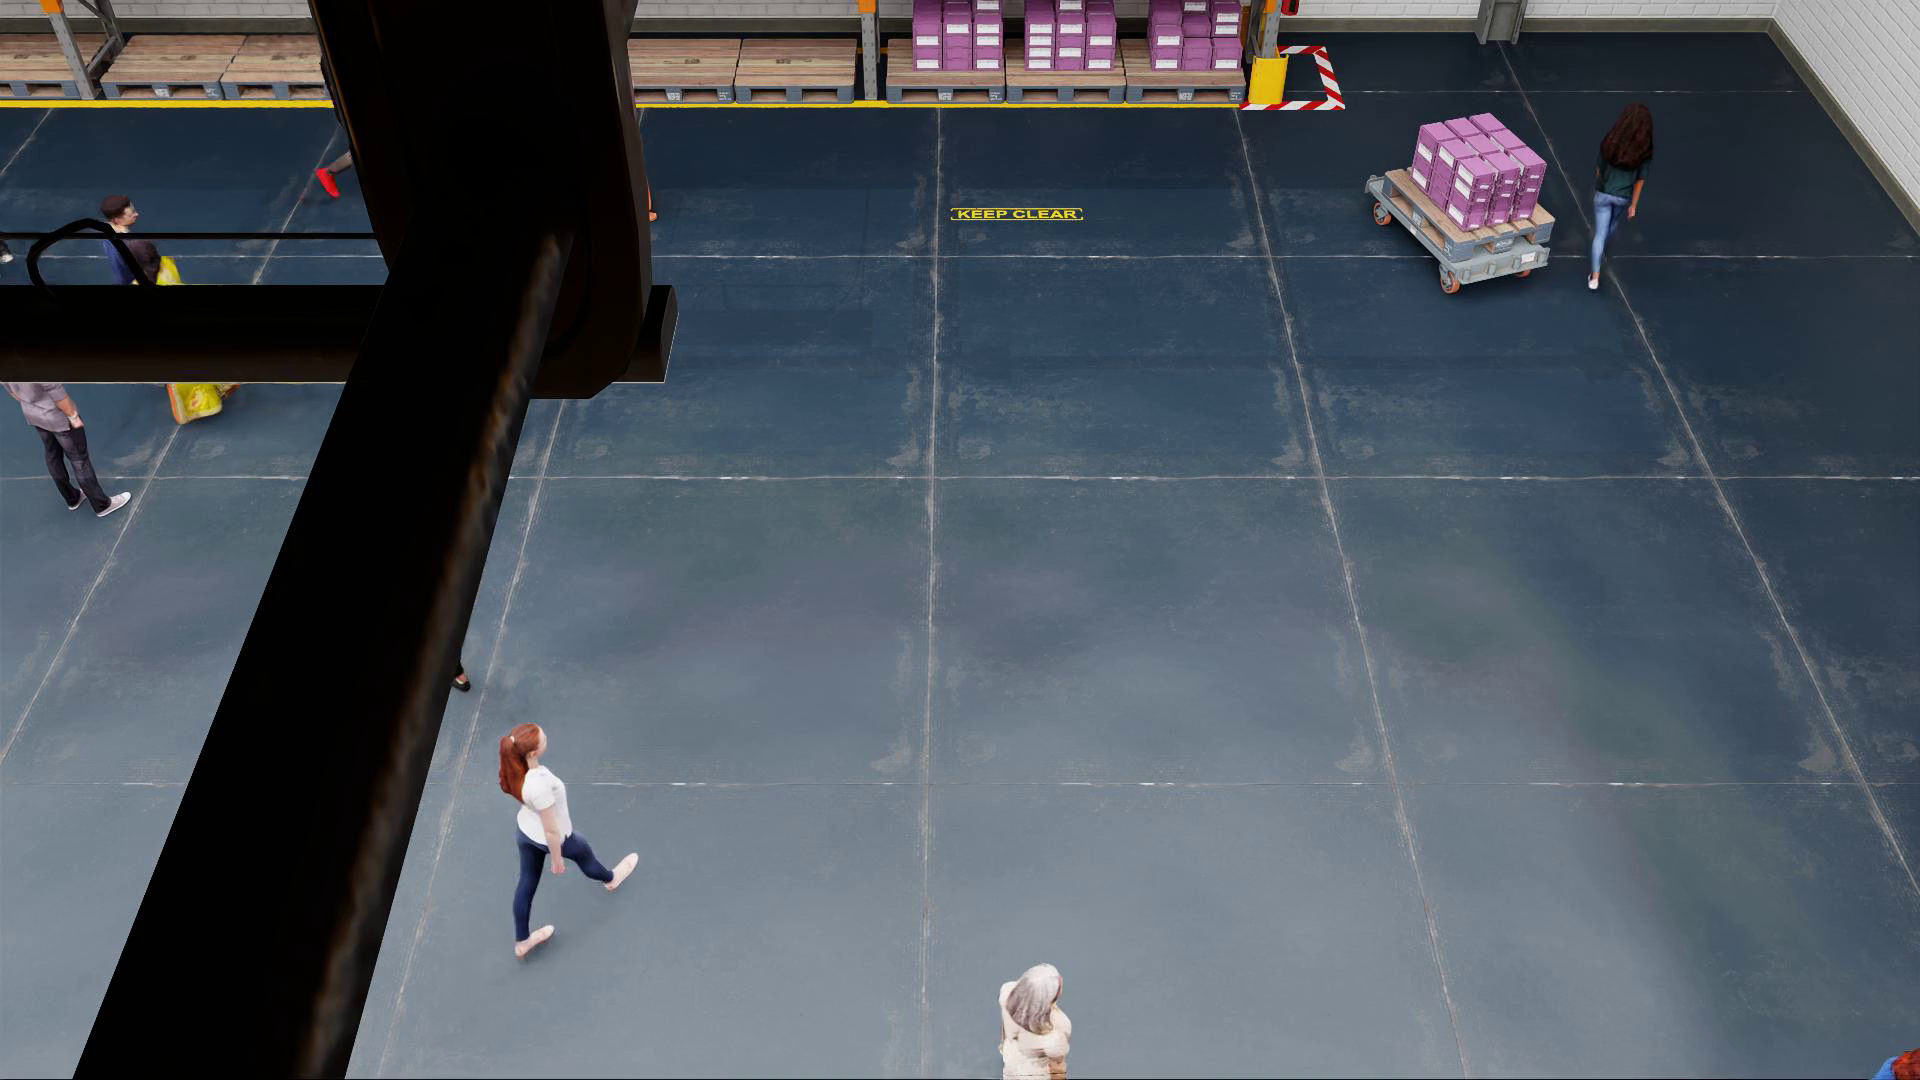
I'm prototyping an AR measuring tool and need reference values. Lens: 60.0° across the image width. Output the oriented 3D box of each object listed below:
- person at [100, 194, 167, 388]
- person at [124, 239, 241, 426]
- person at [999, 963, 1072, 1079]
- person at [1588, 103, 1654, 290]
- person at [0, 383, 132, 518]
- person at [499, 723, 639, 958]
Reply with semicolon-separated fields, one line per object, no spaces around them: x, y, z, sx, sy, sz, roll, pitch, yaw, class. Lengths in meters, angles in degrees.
-6.375;-1.901;12.932;0.781;1.834;0.870;23;48;22;person
-5.947;-1.625;12.780;0.853;1.644;0.691;1;44;1;person
0.289;2.664;8.218;0.964;1.727;0.874;-28;50;-27;person
5.547;-2.878;14.146;1.020;1.572;0.797;10;44;10;person
-6.543;-0.942;11.910;0.625;1.854;0.802;16;46;16;person
-2.386;1.701;9.257;1.112;1.686;1.107;30;51;27;person
